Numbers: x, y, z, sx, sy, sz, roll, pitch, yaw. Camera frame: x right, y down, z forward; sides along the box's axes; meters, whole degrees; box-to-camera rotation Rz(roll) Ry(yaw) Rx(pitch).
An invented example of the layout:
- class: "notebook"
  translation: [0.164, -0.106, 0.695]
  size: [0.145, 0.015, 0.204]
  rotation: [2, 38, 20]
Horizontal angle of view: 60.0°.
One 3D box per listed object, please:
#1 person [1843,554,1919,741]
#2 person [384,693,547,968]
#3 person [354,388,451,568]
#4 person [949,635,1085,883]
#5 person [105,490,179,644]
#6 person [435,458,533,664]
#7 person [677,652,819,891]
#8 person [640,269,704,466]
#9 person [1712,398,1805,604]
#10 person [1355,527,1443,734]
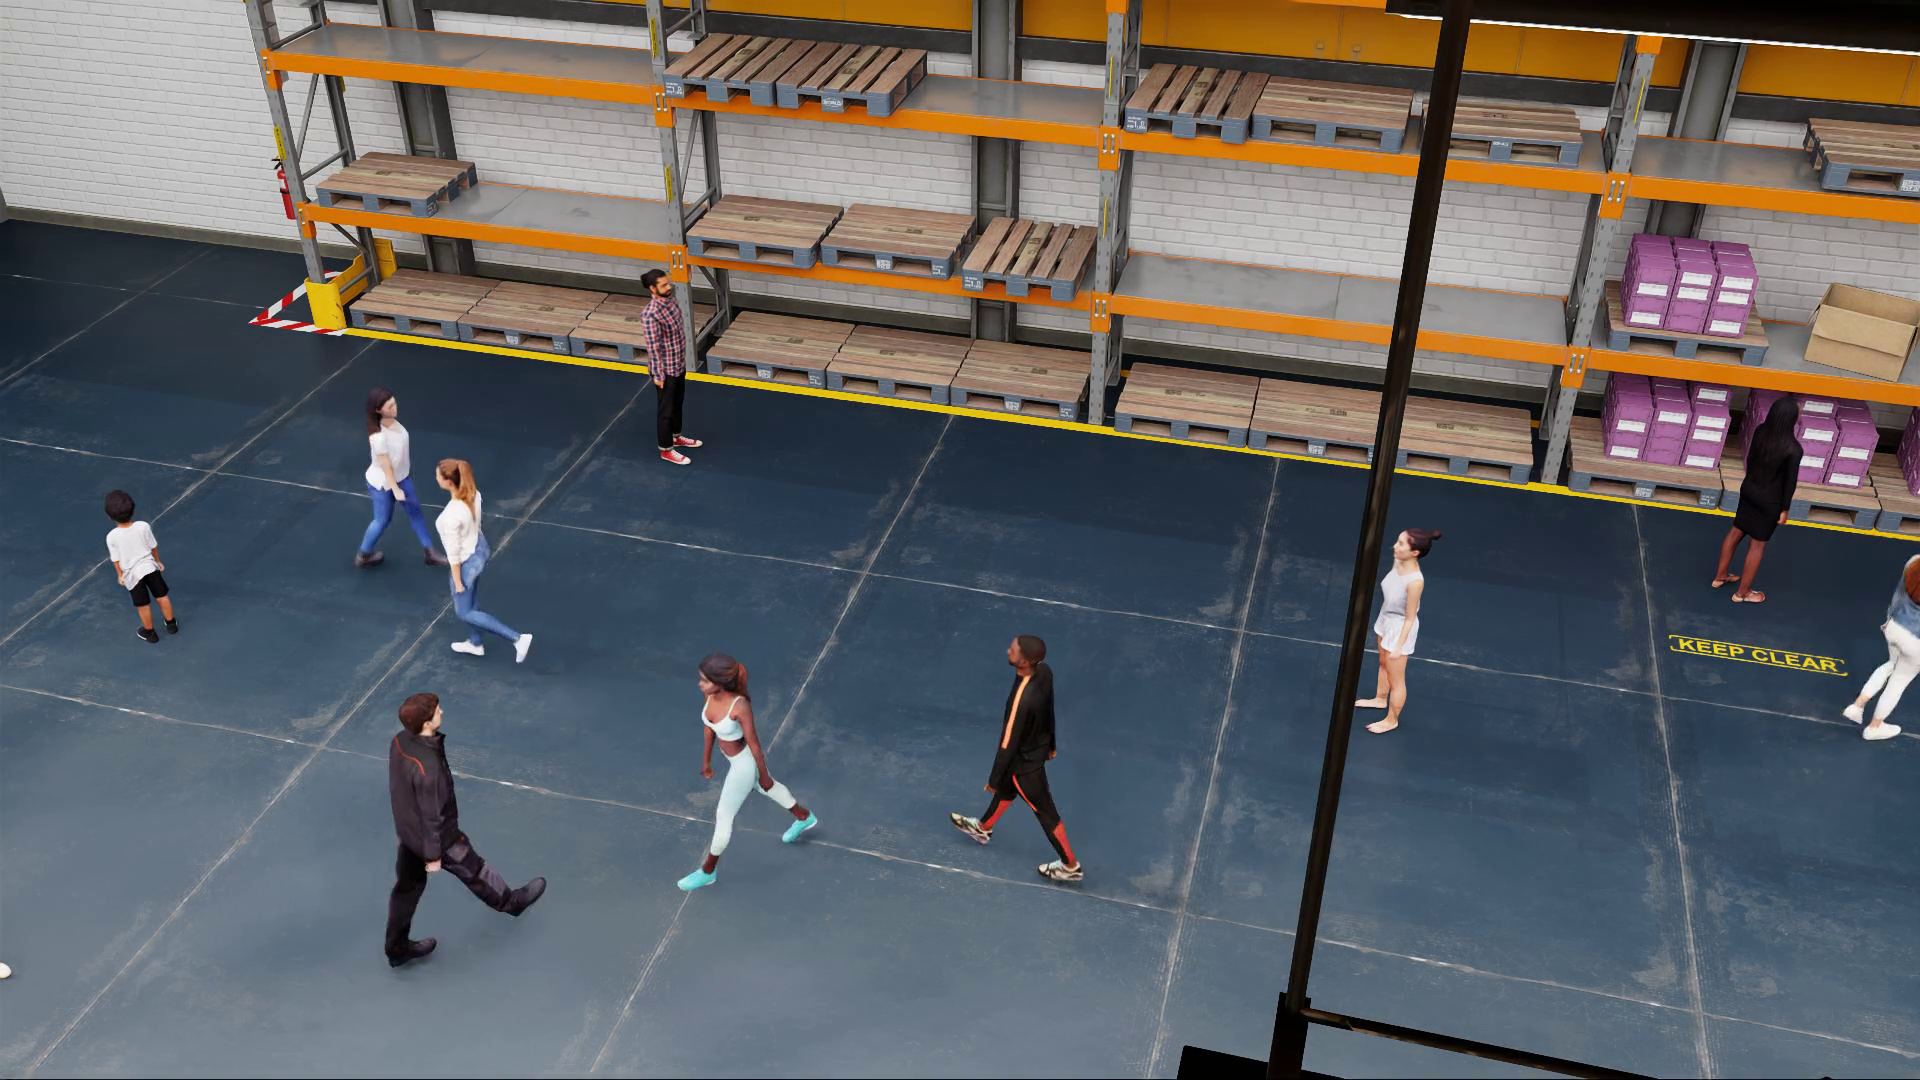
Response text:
- class: "person"
  translation: [6.293, 0.665, 11.141]
  size: [0.816, 1.695, 0.771]
  rotation: [-8, 34, -12]
- class: "person"
  translation: [-3.112, 1.728, 9.470]
  size: [1.228, 1.774, 1.274]
  rotation: [-25, 41, -32]
- class: "person"
  translation: [-4.482, -0.435, 12.847]
  size: [1.051, 1.638, 0.765]
  rotation: [-3, 34, -4]
- class: "person"
  translation: [0.492, 1.351, 10.048]
  size: [1.204, 1.763, 0.751]
  rotation: [13, 36, 19]
- class: "person"
  translation: [-6.046, 0.191, 12.246]
  size: [0.613, 1.262, 0.573]
  rotation: [28, 43, 36]
- class: "person"
  translation: [-3.441, 0.183, 11.858]
  size: [0.949, 1.705, 0.662]
  rotation: [6, 34, 9]
- class: "person"
  translation: [-1.258, 1.349, 10.137]
  size: [1.166, 1.666, 1.167]
  rotation: [-20, 39, -28]
- class: "person"
  translation: [-2.529, -1.525, 14.376]
  size: [0.604, 1.761, 0.692]
  rotation: [6, 34, 10]
- class: "person"
  translation: [6.078, -0.317, 12.595]
  size: [0.704, 1.720, 0.687]
  rotation: [-11, 35, -16]
- class: "person"
  translation: [2.985, 0.592, 11.333]
  size: [0.658, 1.604, 0.639]
  rotation: [-3, 34, -5]
